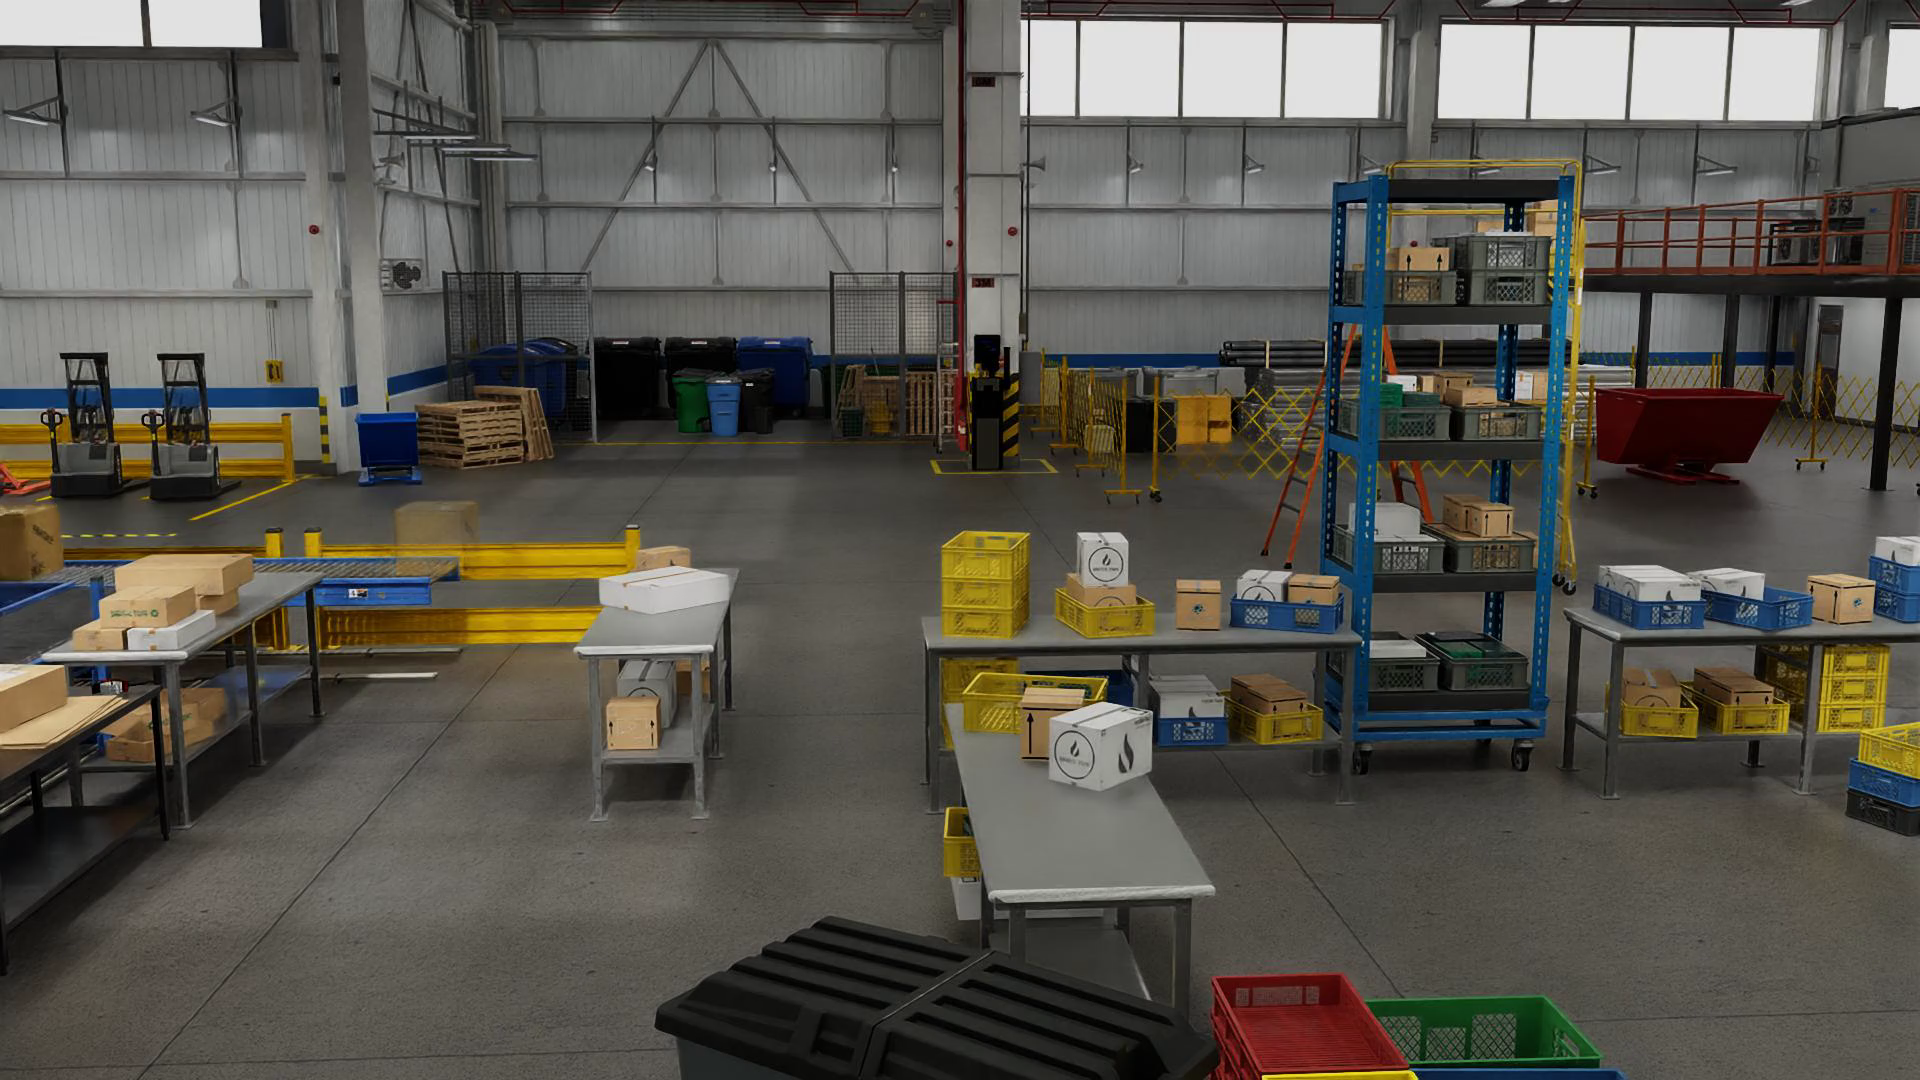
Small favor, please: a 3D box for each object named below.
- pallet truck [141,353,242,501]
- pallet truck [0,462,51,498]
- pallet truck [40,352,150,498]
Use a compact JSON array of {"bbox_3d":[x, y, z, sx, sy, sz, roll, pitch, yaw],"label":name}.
[{"bbox_3d":[-10.520,-1.604,22.925,0.823,1.965,1.885,-1,9,-6],"label":"pallet truck"},{"bbox_3d":[-13.193,-1.293,23.148,0.653,1.274,1.630,-1,9,-4],"label":"pallet truck"},{"bbox_3d":[-11.907,-1.642,23.165,0.823,1.965,1.885,0,9,0],"label":"pallet truck"}]
